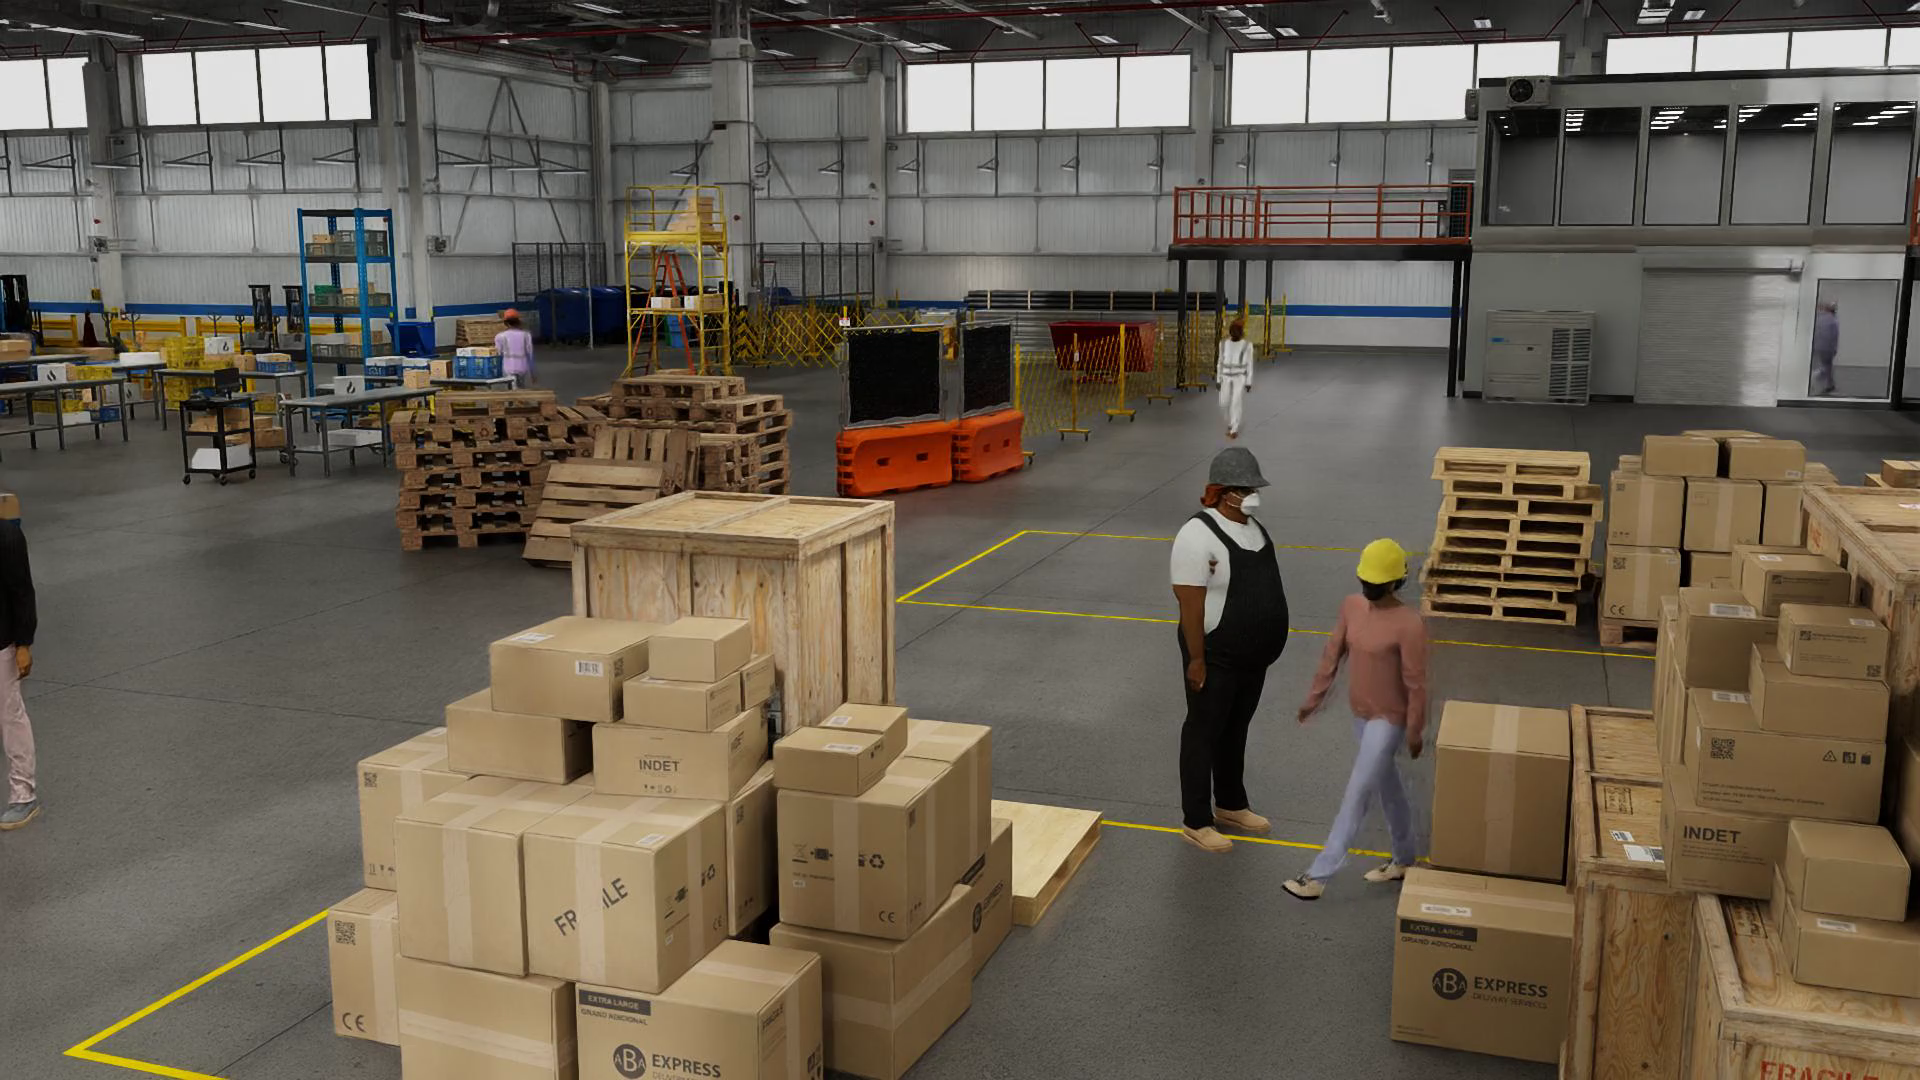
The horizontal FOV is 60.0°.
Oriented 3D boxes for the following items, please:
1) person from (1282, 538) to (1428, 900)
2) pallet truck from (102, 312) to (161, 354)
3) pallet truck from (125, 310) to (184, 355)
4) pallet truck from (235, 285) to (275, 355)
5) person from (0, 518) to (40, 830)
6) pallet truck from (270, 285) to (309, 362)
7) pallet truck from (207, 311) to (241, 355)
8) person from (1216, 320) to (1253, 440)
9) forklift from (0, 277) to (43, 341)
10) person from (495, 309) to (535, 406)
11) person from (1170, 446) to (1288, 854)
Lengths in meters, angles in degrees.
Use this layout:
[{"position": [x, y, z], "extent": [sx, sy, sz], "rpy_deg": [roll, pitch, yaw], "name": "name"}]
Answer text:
[{"position": [1.839, 0.830, 7.682], "extent": [0.898, 1.715, 0.566], "rpy_deg": [-4, 11, -22], "name": "person"}, {"position": [-23.057, -5.777, 46.261], "extent": [0.680, 1.201, 1.601], "rpy_deg": [3, 11, 19], "name": "pallet truck"}, {"position": [-22.038, -5.665, 45.457], "extent": [0.704, 1.261, 1.522], "rpy_deg": [3, 11, 17], "name": "pallet truck"}, {"position": [-18.327, -5.835, 44.421], "extent": [0.823, 1.965, 1.885], "rpy_deg": [4, 11, 23], "name": "pallet truck"}, {"position": [-5.104, 0.524, 8.614], "extent": [0.614, 1.993, 0.395], "rpy_deg": [1, 10, 7], "name": "person"}, {"position": [-17.147, -5.700, 43.663], "extent": [0.823, 1.965, 1.885], "rpy_deg": [3, 11, 17], "name": "pallet truck"}, {"position": [-19.537, -5.575, 44.913], "extent": [0.653, 1.274, 1.630], "rpy_deg": [3, 11, 19], "name": "pallet truck"}, {"position": [4.265, -2.489, 25.938], "extent": [0.599, 1.870, 0.406], "rpy_deg": [7, 12, 33], "name": "person"}, {"position": [-27.151, -6.329, 46.328], "extent": [1.157, 1.987, 2.680], "rpy_deg": [3, 11, 17], "name": "forklift"}, {"position": [-7.284, -2.777, 27.215], "extent": [0.619, 1.998, 1.063], "rpy_deg": [-6, 12, -32], "name": "person"}, {"position": [1.396, 0.537, 8.418], "extent": [0.536, 2.000, 0.674], "rpy_deg": [9, 13, 40], "name": "person"}]
